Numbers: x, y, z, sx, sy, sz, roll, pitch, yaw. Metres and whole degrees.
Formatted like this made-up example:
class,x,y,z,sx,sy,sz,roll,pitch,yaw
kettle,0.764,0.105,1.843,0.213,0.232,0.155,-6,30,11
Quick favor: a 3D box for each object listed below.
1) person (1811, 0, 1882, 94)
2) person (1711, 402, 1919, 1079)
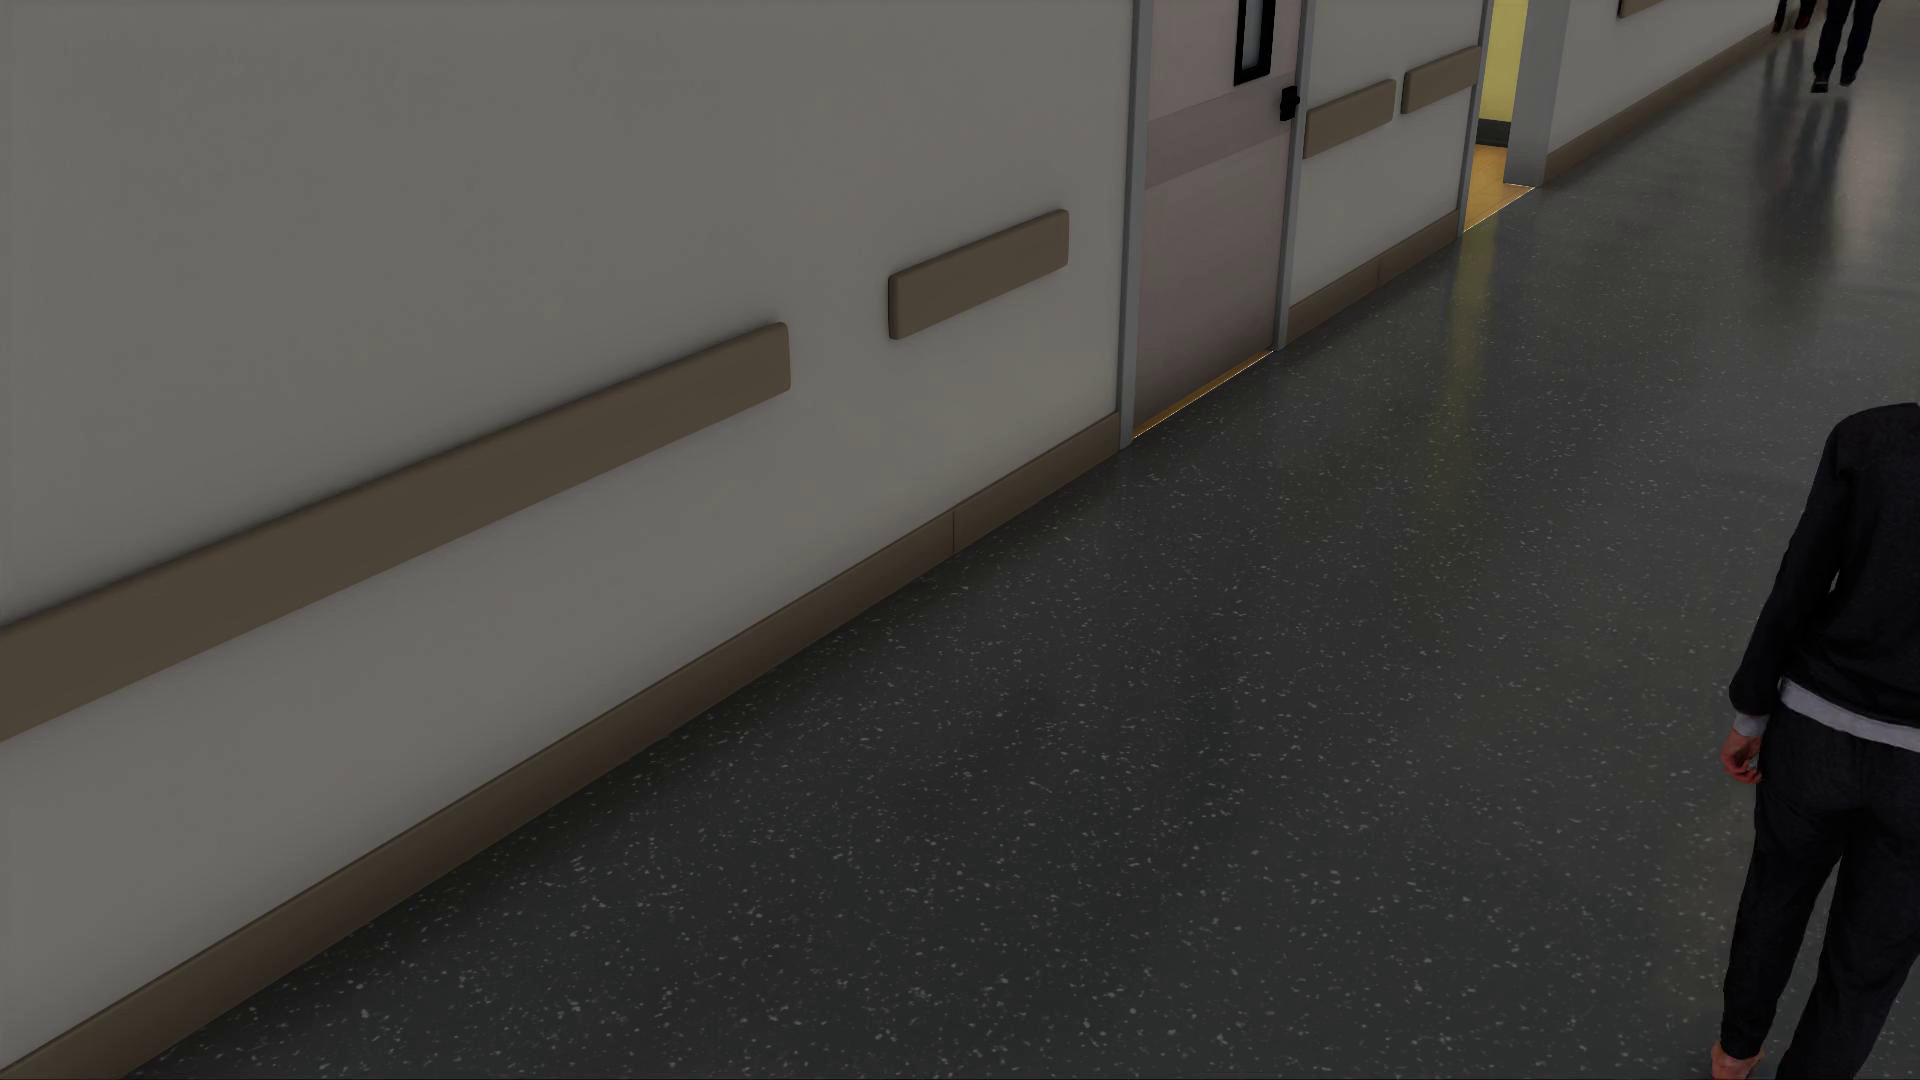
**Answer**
class,x,y,z,sx,sy,sz,roll,pitch,yaw
person,6.349,-4.048,11.751,1.152,1.804,0.866,15,29,27
person,1.484,0.360,2.716,0.588,1.713,0.745,22,33,38
